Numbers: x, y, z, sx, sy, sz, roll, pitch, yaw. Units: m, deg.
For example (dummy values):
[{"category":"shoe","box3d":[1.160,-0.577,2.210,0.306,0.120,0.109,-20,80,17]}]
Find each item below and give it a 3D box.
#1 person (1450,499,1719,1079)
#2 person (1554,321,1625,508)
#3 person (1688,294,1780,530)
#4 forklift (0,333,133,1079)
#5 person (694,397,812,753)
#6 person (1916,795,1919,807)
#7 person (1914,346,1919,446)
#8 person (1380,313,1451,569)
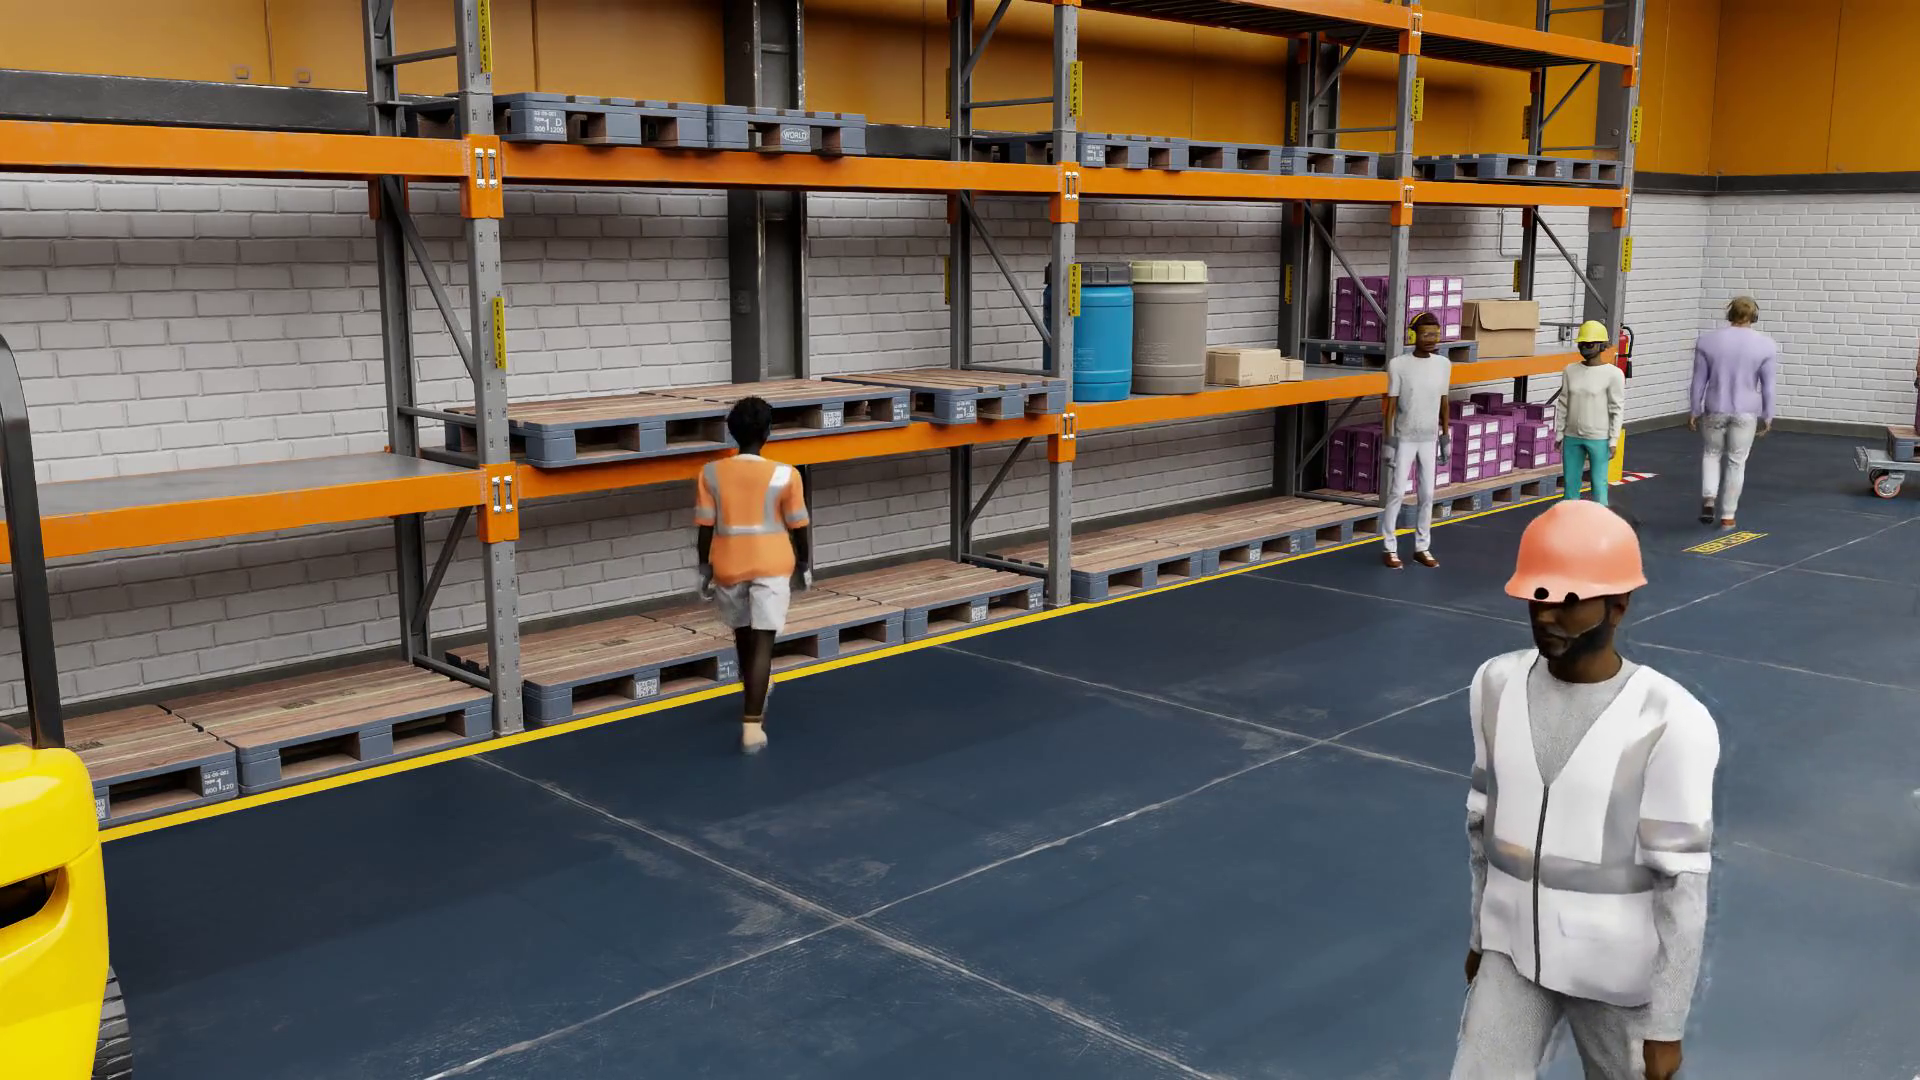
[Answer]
[{"category":"person","box3d":[1.274,0.845,3.467,0.977,1.890,0.558,-9,14,-42]},{"category":"person","box3d":[4.750,-0.774,12.612,0.322,1.769,0.523,-8,13,-38]},{"category":"person","box3d":[6.309,-1.033,13.584,0.653,1.926,0.438,7,13,34]},{"category":"forklift","box3d":[-3.289,0.485,4.582,1.214,2.155,2.313,-10,14,-44]},{"category":"person","box3d":[-0.967,0.131,8.006,0.537,1.634,0.903,2,11,12]},{"category":"person","box3d":[4.080,0.342,6.387,0.426,1.813,0.552,3,11,18]},{"category":"person","box3d":[10.962,-1.810,18.611,0.513,1.641,0.307,1,10,4]},{"category":"person","box3d":[3.306,-0.713,12.041,0.512,1.860,0.321,-2,11,-11]}]
